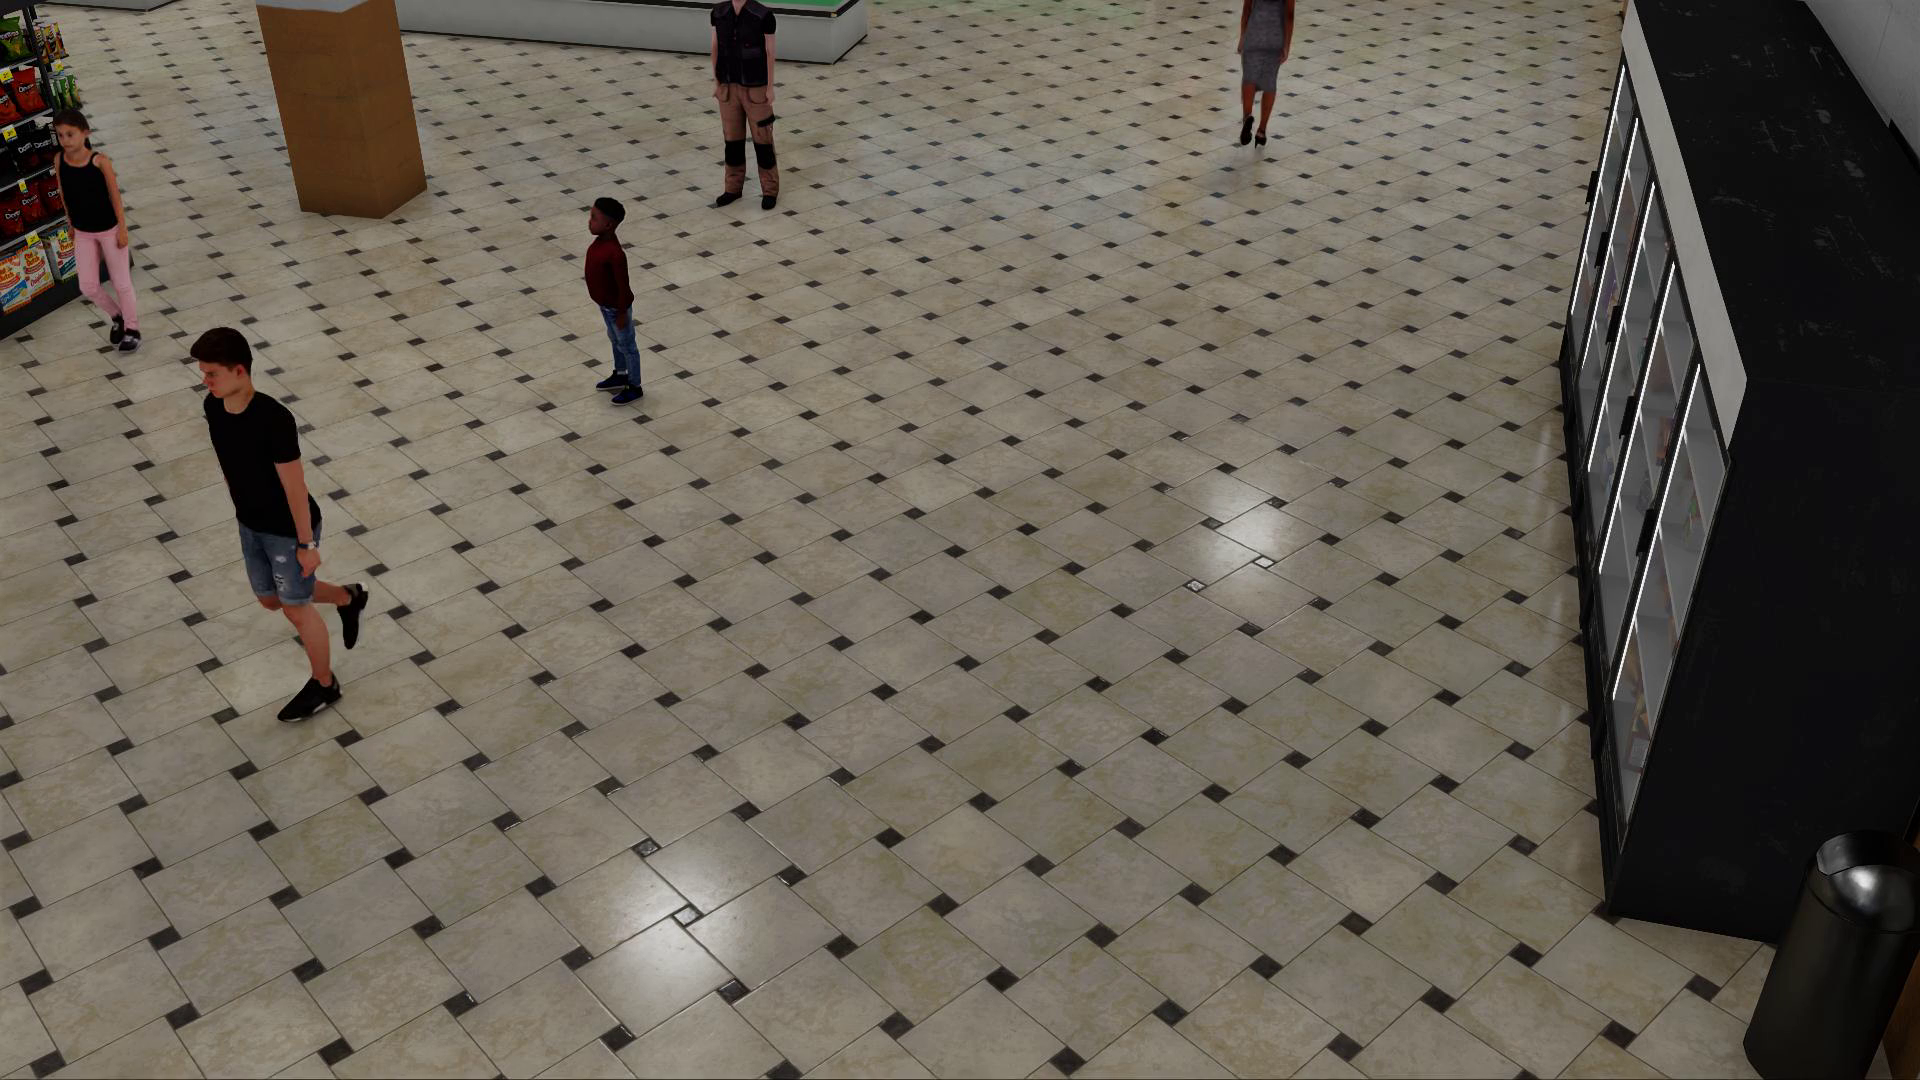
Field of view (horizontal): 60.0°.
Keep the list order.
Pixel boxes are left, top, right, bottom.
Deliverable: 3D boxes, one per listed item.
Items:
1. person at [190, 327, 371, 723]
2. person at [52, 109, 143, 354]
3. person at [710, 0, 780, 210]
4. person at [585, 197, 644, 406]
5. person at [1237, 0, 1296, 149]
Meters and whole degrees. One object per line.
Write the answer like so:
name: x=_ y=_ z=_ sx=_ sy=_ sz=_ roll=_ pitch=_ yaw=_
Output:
person: x=-2.879 y=-0.115 z=7.215 sx=0.953 sy=1.827 sz=0.900 roll=14 pitch=35 yaw=22
person: x=-5.371 y=-1.951 z=10.418 sx=0.623 sy=1.560 sz=0.687 roll=-2 pitch=32 yaw=-3
person: x=-1.614 y=-3.436 z=12.538 sx=0.502 sy=1.842 sz=0.726 roll=8 pitch=33 yaw=13
person: x=-2.047 y=-1.432 z=9.871 sx=0.643 sy=1.256 sz=0.583 roll=-17 pitch=36 yaw=-25
person: x=2.459 y=-3.991 z=13.506 sx=0.806 sy=1.762 sz=0.646 roll=8 pitch=33 yaw=12
